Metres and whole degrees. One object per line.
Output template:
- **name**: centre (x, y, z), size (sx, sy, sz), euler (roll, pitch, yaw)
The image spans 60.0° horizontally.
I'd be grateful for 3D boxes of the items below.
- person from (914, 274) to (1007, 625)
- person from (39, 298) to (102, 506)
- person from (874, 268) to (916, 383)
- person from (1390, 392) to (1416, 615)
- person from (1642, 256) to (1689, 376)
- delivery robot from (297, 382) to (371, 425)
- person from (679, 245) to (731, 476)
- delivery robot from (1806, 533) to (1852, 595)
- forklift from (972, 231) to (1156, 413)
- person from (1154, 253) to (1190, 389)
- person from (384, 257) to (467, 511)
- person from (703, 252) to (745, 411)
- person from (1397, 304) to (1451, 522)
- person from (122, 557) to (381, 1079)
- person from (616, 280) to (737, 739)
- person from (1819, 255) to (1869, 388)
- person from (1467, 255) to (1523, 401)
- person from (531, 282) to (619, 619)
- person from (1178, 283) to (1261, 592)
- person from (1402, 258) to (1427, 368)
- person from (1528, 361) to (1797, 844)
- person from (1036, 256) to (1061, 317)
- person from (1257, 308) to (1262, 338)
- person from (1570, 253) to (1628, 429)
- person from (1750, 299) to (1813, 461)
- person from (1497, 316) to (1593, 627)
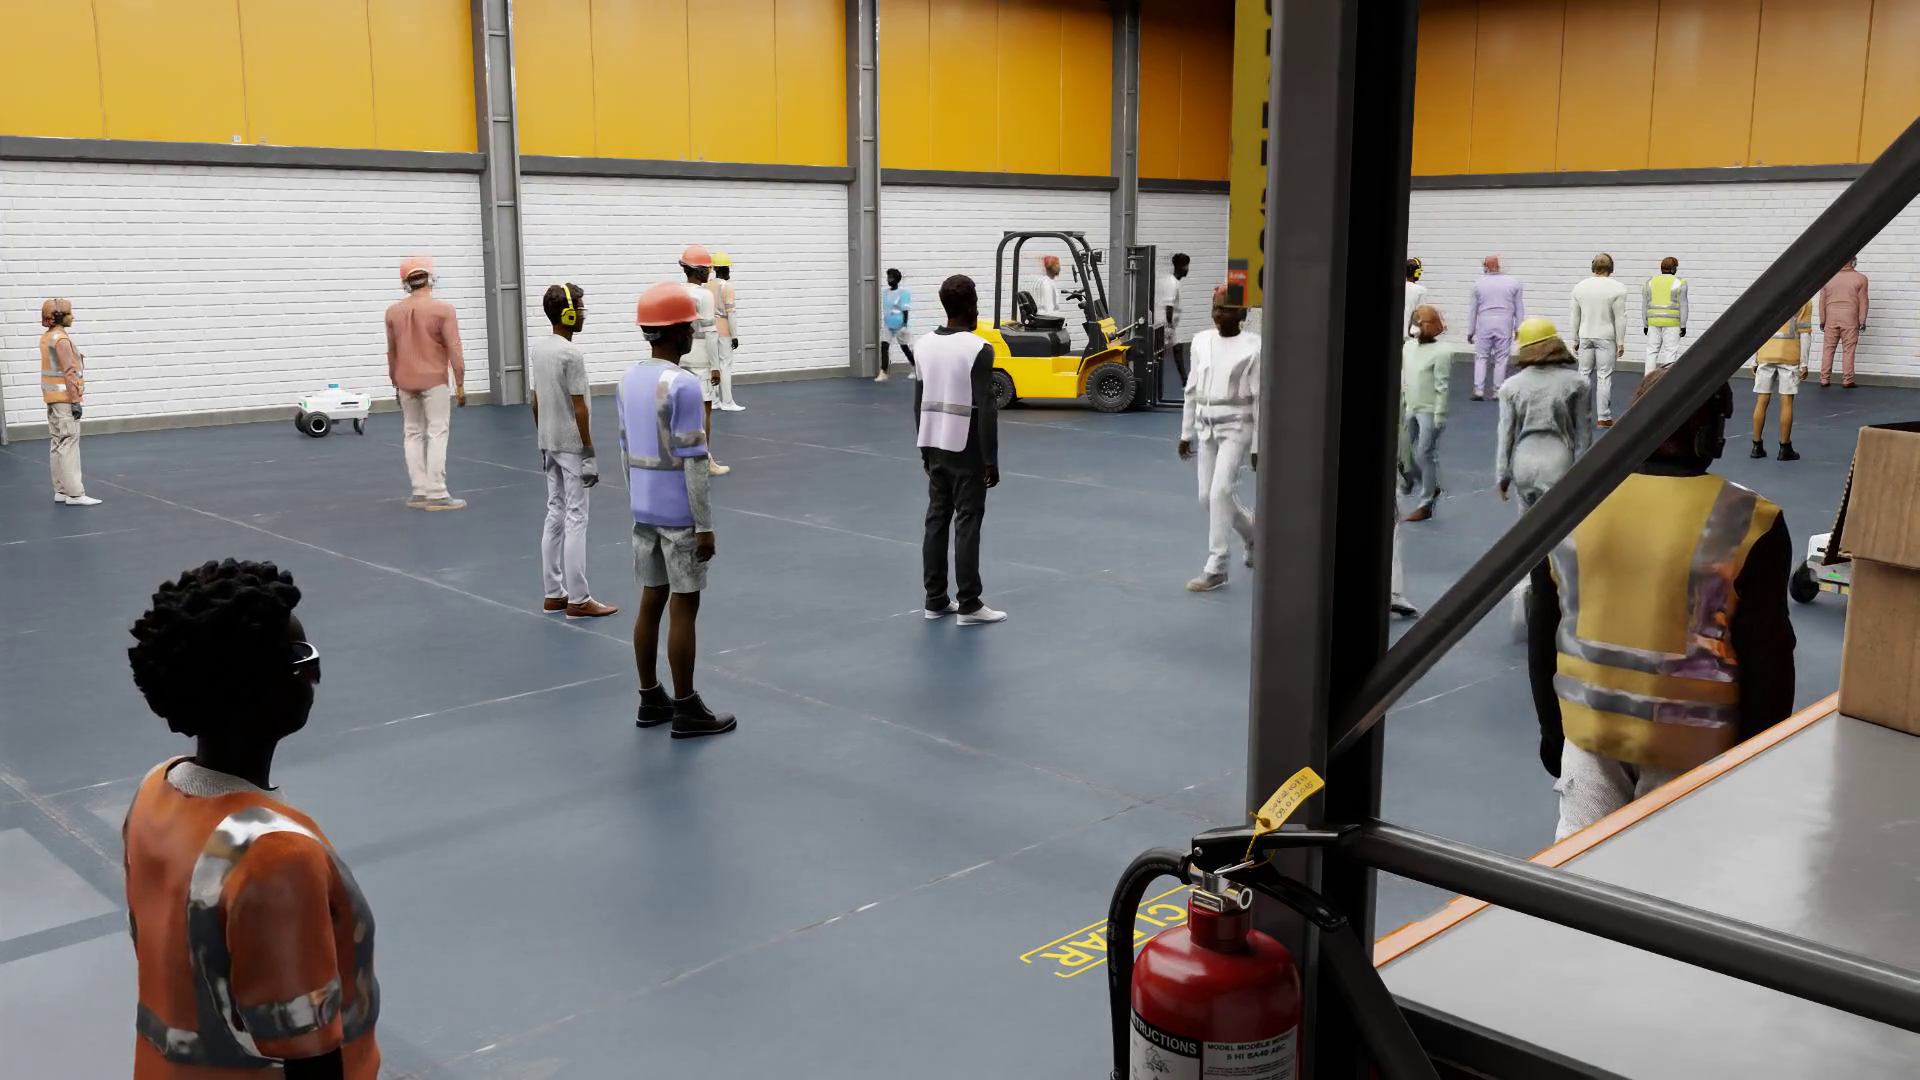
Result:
- **person**: centre (-0.020, -0.490, 9.141), size (0.391, 1.922, 0.590), euler (-10, 14, -44)
- **person**: centre (-7.086, -1.087, 13.163), size (0.309, 1.641, 0.515), euler (-10, 14, -44)
- **person**: centre (-0.902, -3.147, 24.339), size (0.537, 1.664, 0.844), euler (9, 13, 39)
- **person**: centre (2.249, -0.357, 9.303), size (0.613, 1.605, 0.352), euler (2, 11, 11)
- **person**: centre (9.613, -2.931, 22.673), size (0.429, 1.844, 0.625), euler (-10, 14, -44)
- **delivery robot**: centre (-6.705, -1.446, 17.826), size (0.707, 0.478, 0.477), euler (-7, 12, -33)
- **person**: centre (-2.321, -1.584, 14.775), size (0.378, 2.044, 0.608), euler (-10, 14, -44)
- **delivery robot**: centre (5.229, 0.062, 9.602), size (0.707, 0.478, 0.477), euler (-7, 12, -33)
- **forklift**: centre (1.222, -2.721, 20.561), size (2.313, 2.155, 1.214), euler (2, 11, 13)
- **person**: centre (2.861, -3.008, 22.978), size (0.978, 1.898, 0.642), euler (3, 11, 16)
- **person**: centre (-4.175, -1.212, 13.003), size (0.676, 1.951, 0.484), euler (3, 11, 14)
- **person**: centre (-2.894, -2.529, 20.234), size (0.363, 1.930, 0.588), euler (-10, 14, -44)
- **person**: centre (3.442, -0.941, 12.388), size (0.371, 1.619, 0.527), euler (-4, 11, -22)
- **person**: centre (-0.985, 0.863, 2.369), size (0.318, 1.700, 0.536), euler (-10, 14, -44)
- **person**: centre (-1.222, -0.125, 7.096), size (0.353, 1.942, 0.545), euler (-10, 14, -44)
- **person**: centre (12.391, -3.084, 23.328), size (0.407, 1.908, 0.641), euler (-10, 14, -44)
- **person**: centre (6.876, -2.714, 21.419), size (0.688, 1.883, 0.470), euler (3, 11, 16)
- **person**: centre (-2.185, -0.494, 9.303), size (0.328, 1.872, 0.515), euler (-10, 14, -44)
- **person**: centre (1.666, -0.641, 10.154), size (0.780, 1.858, 0.584), euler (-8, 13, -38)
- **person**: centre (5.268, -2.367, 19.519), size (0.327, 1.872, 0.515), euler (-10, 14, -44)
- **person**: centre (1.684, 0.488, 4.030), size (0.429, 1.844, 0.625), euler (-10, 14, -44)
- **person**: centre (1.315, -2.933, 22.655), size (0.945, 1.838, 0.609), euler (1, 10, 8)
- **person**: centre (3.363, -1.935, 17.250), size (0.403, 1.837, 0.591), euler (-10, 14, -44)
- **person**: centre (7.073, -2.203, 18.437), size (0.372, 1.940, 0.630), euler (-10, 14, -44)
- **person**: centre (7.806, -1.723, 15.822), size (0.361, 1.938, 0.545), euler (-10, 14, -44)
- **person**: centre (3.152, -0.363, 9.051), size (0.489, 1.696, 0.742), euler (7, 13, 34)
